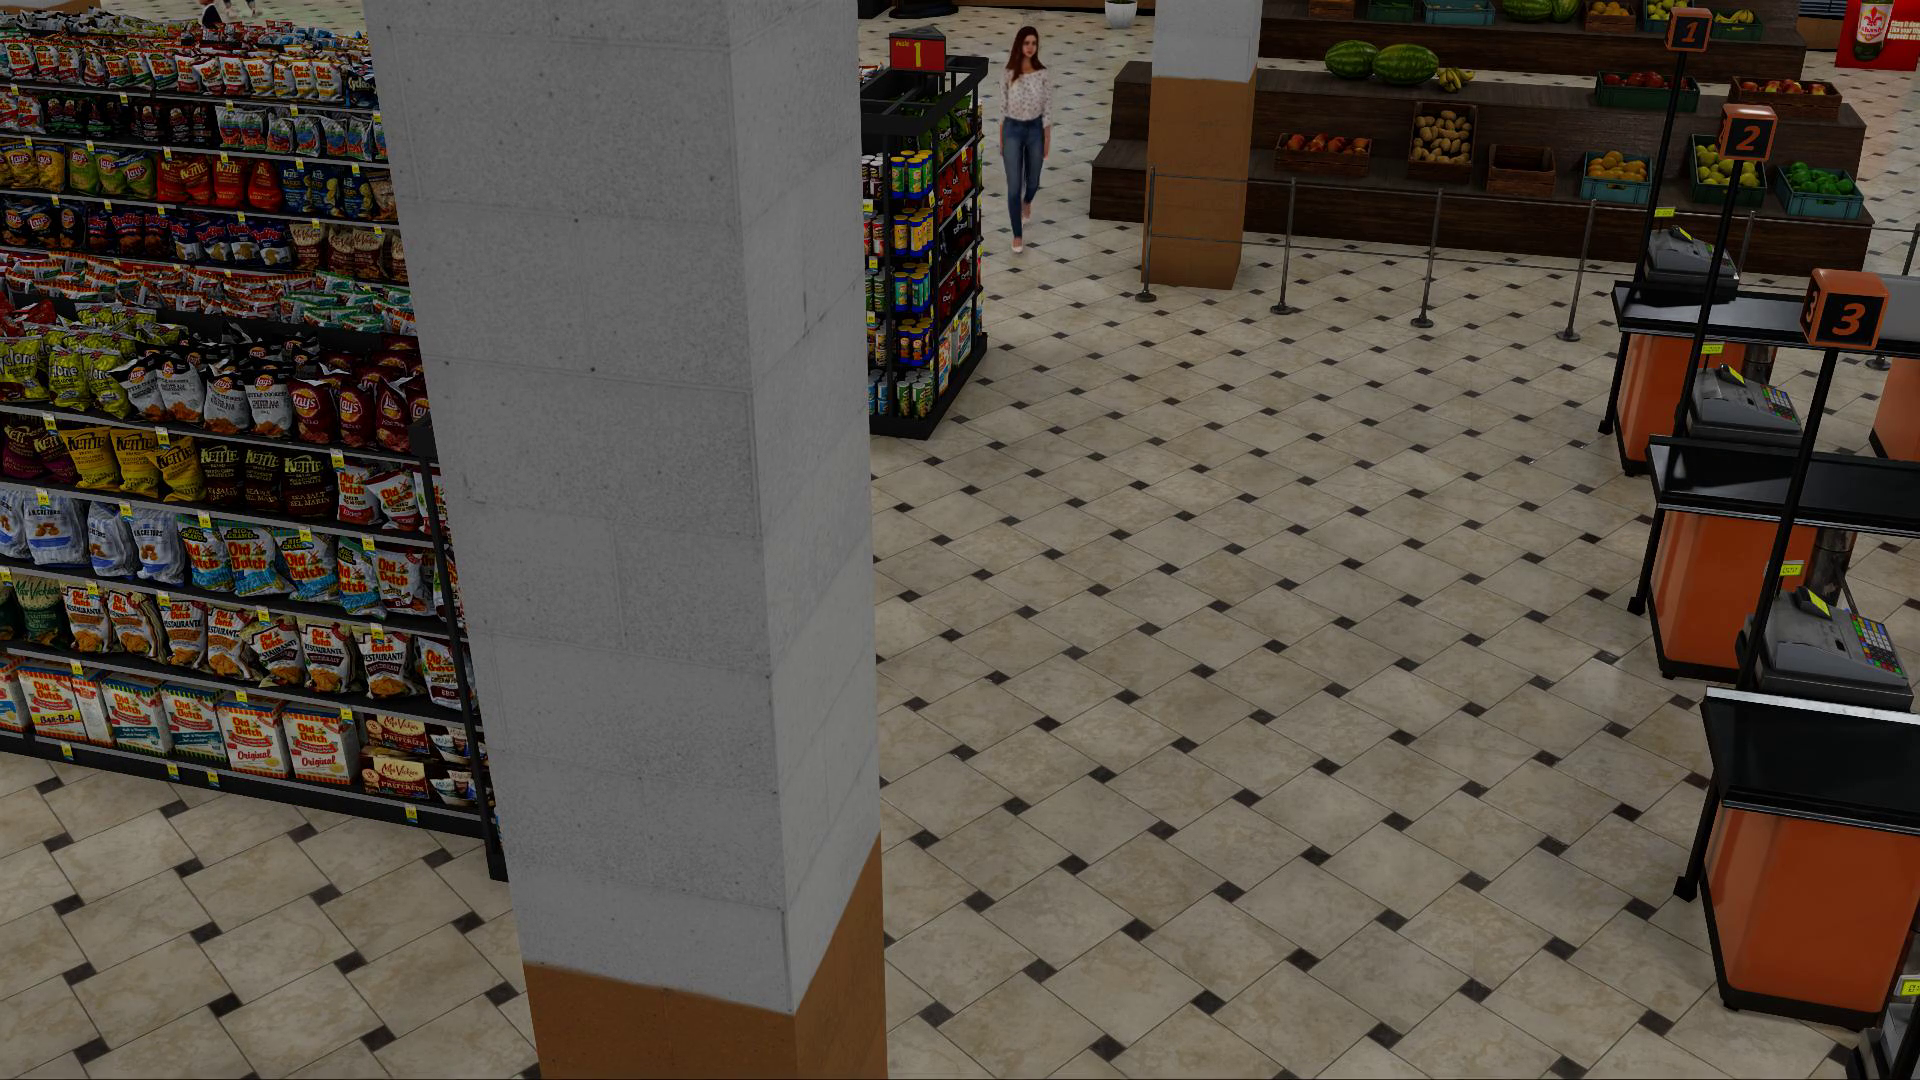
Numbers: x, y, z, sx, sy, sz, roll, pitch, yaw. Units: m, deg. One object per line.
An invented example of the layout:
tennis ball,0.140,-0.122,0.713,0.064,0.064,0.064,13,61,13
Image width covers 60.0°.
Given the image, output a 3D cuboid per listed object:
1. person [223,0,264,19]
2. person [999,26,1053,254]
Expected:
person,-9.291,-7.325,21.020,1.053,1.445,0.872,25,38,38
person,0.508,-3.205,13.206,1.090,1.702,0.831,0,29,-1
